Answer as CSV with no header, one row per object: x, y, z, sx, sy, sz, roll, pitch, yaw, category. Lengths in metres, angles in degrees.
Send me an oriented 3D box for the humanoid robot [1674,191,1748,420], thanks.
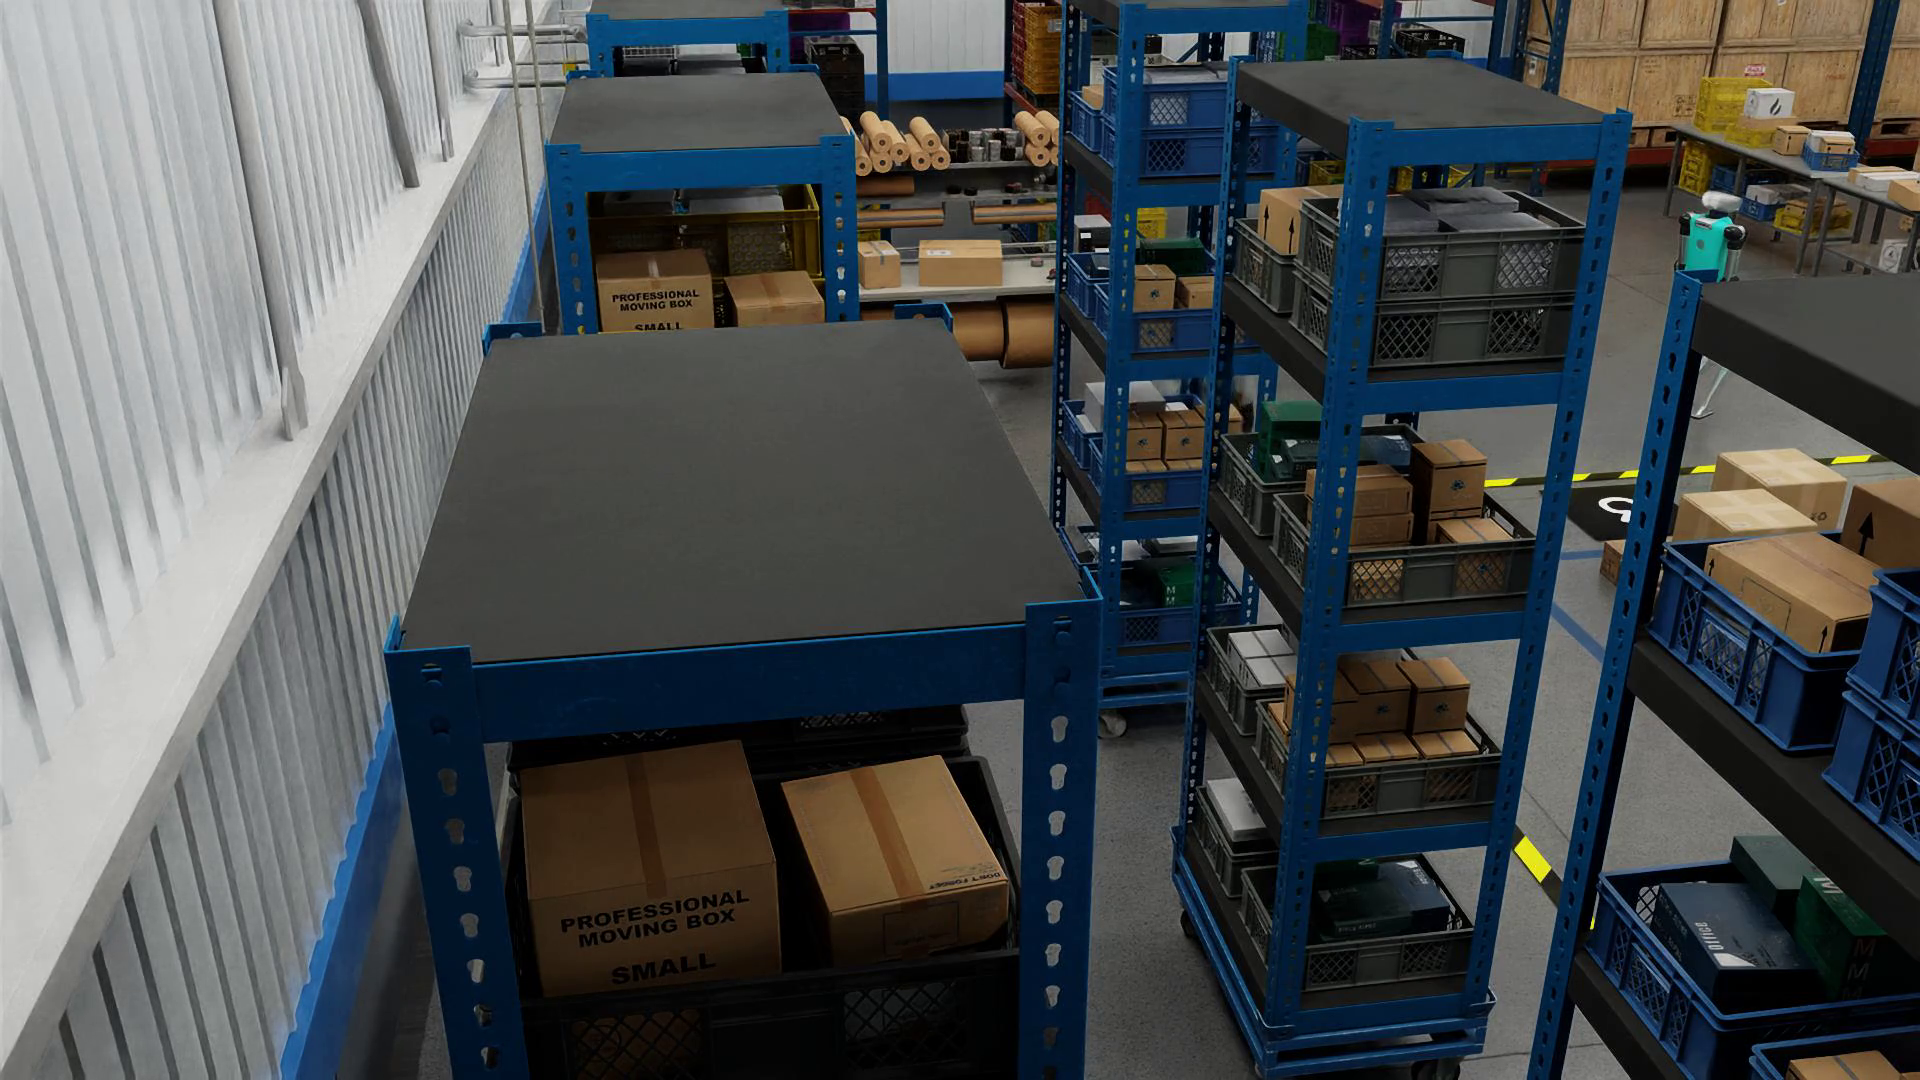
5.556,-1.729,12.139,0.735,1.677,0.533,-12,27,-24,humanoid robot

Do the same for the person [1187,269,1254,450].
1.663,-1.119,10.903,0.810,1.802,0.622,-17,30,-33,person
